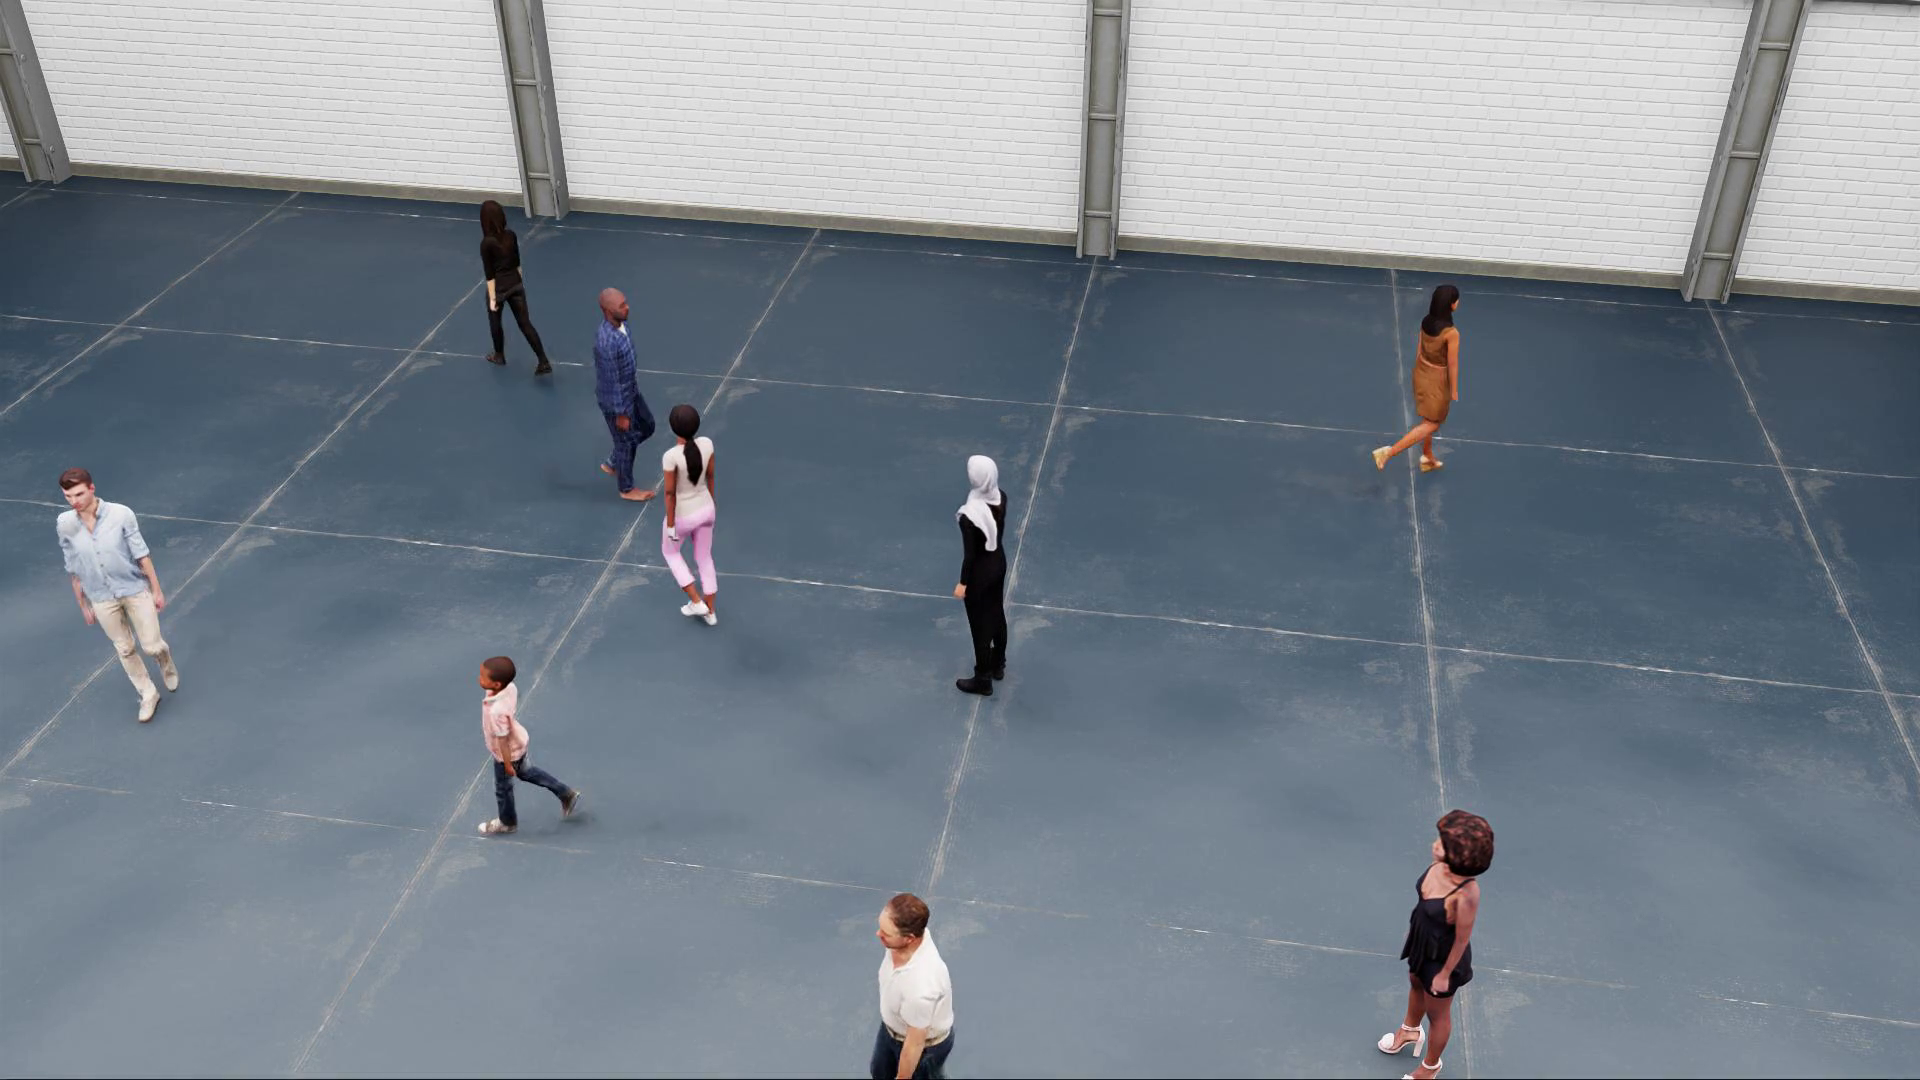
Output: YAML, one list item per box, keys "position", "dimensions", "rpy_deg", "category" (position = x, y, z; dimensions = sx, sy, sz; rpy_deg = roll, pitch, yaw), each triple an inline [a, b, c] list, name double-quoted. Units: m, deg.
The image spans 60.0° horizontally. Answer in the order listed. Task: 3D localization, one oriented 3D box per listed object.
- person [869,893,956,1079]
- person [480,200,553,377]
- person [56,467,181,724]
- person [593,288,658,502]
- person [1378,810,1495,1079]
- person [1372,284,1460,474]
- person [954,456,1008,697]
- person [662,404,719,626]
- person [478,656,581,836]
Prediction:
- position: [-0.112, 2.287, 7.673]
  dimensions: [1.116, 1.831, 0.933]
  rpy_deg: [-7, 34, -10]
  category: "person"
- position: [-3.916, -2.155, 14.559]
  dimensions: [1.150, 1.606, 0.937]
  rpy_deg: [25, 41, 32]
  category: "person"
- position: [-5.368, 0.292, 10.670]
  dimensions: [0.770, 1.836, 0.843]
  rpy_deg: [-7, 34, -10]
  category: "person"
- position: [-2.698, -1.118, 12.820]
  dimensions: [0.712, 1.804, 0.713]
  rpy_deg: [3, 34, 4]
  category: "person"
- position: [2.338, 2.009, 8.130]
  dimensions: [0.625, 1.788, 0.628]
  rpy_deg: [-4, 34, -6]
  category: "person"
- position: [3.654, -1.194, 13.053]
  dimensions: [1.032, 1.672, 0.846]
  rpy_deg: [-12, 35, -17]
  category: "person"
- position: [0.164, 0.232, 10.811]
  dimensions: [0.668, 1.780, 0.678]
  rpy_deg: [21, 39, 28]
  category: "person"
- position: [-1.794, -0.125, 11.393]
  dimensions: [0.708, 1.728, 0.755]
  rpy_deg: [-26, 42, -34]
  category: "person"
- position: [-2.590, 1.206, 9.786]
  dimensions: [0.862, 1.291, 0.585]
  rpy_deg: [-1, 34, -1]
  category: "person"
